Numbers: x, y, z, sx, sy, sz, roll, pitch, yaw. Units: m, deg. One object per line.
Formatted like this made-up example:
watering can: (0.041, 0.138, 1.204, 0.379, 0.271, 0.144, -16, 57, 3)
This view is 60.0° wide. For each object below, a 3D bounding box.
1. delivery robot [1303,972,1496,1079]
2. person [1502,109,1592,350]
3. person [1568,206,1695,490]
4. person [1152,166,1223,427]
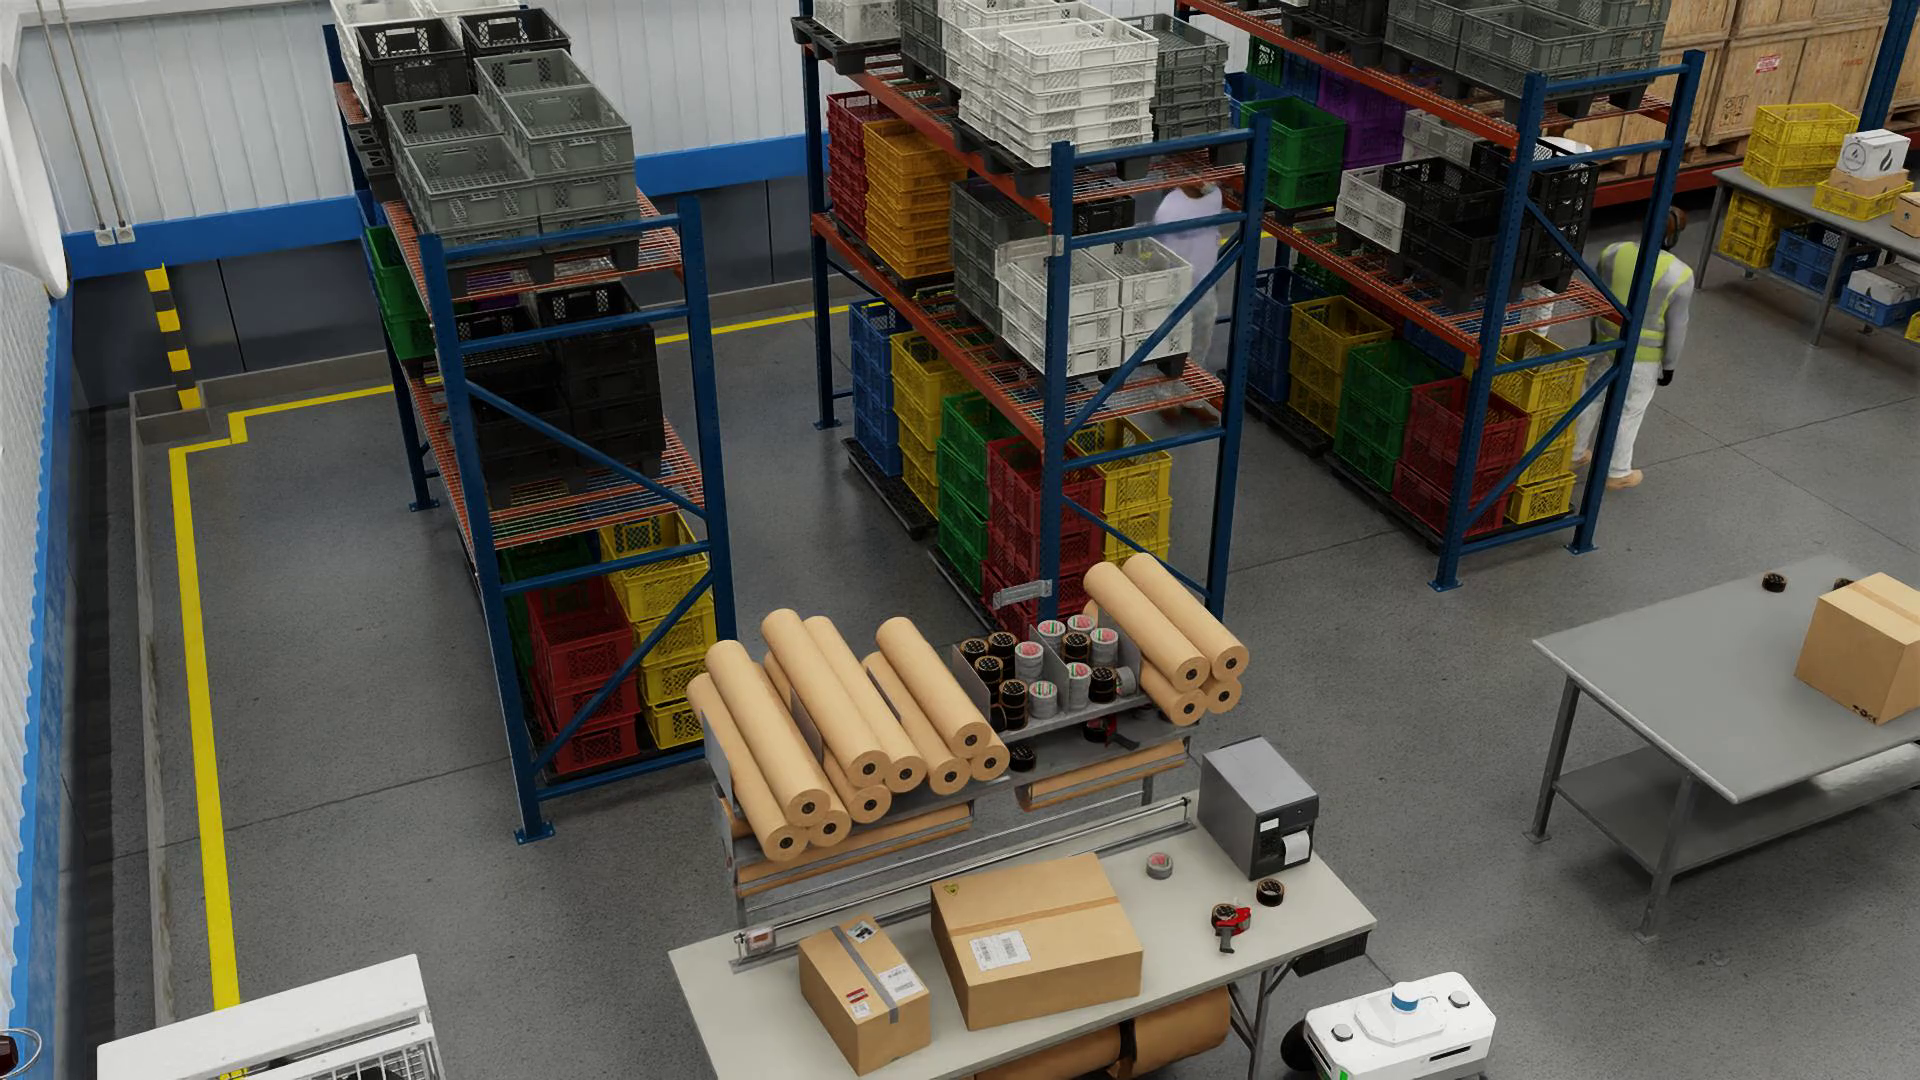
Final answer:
delivery robot: (1.704, 1.924, 6.465, 0.707, 0.478, 0.477, -10, 33, -16)
person: (4.225, -2.299, 12.154, 0.574, 1.881, 0.358, 8, 32, 12)
person: (4.224, -1.206, 10.436, 0.431, 1.832, 0.643, -23, 38, -33)
person: (1.546, -1.665, 11.085, 0.665, 1.935, 0.459, -25, 40, -35)
